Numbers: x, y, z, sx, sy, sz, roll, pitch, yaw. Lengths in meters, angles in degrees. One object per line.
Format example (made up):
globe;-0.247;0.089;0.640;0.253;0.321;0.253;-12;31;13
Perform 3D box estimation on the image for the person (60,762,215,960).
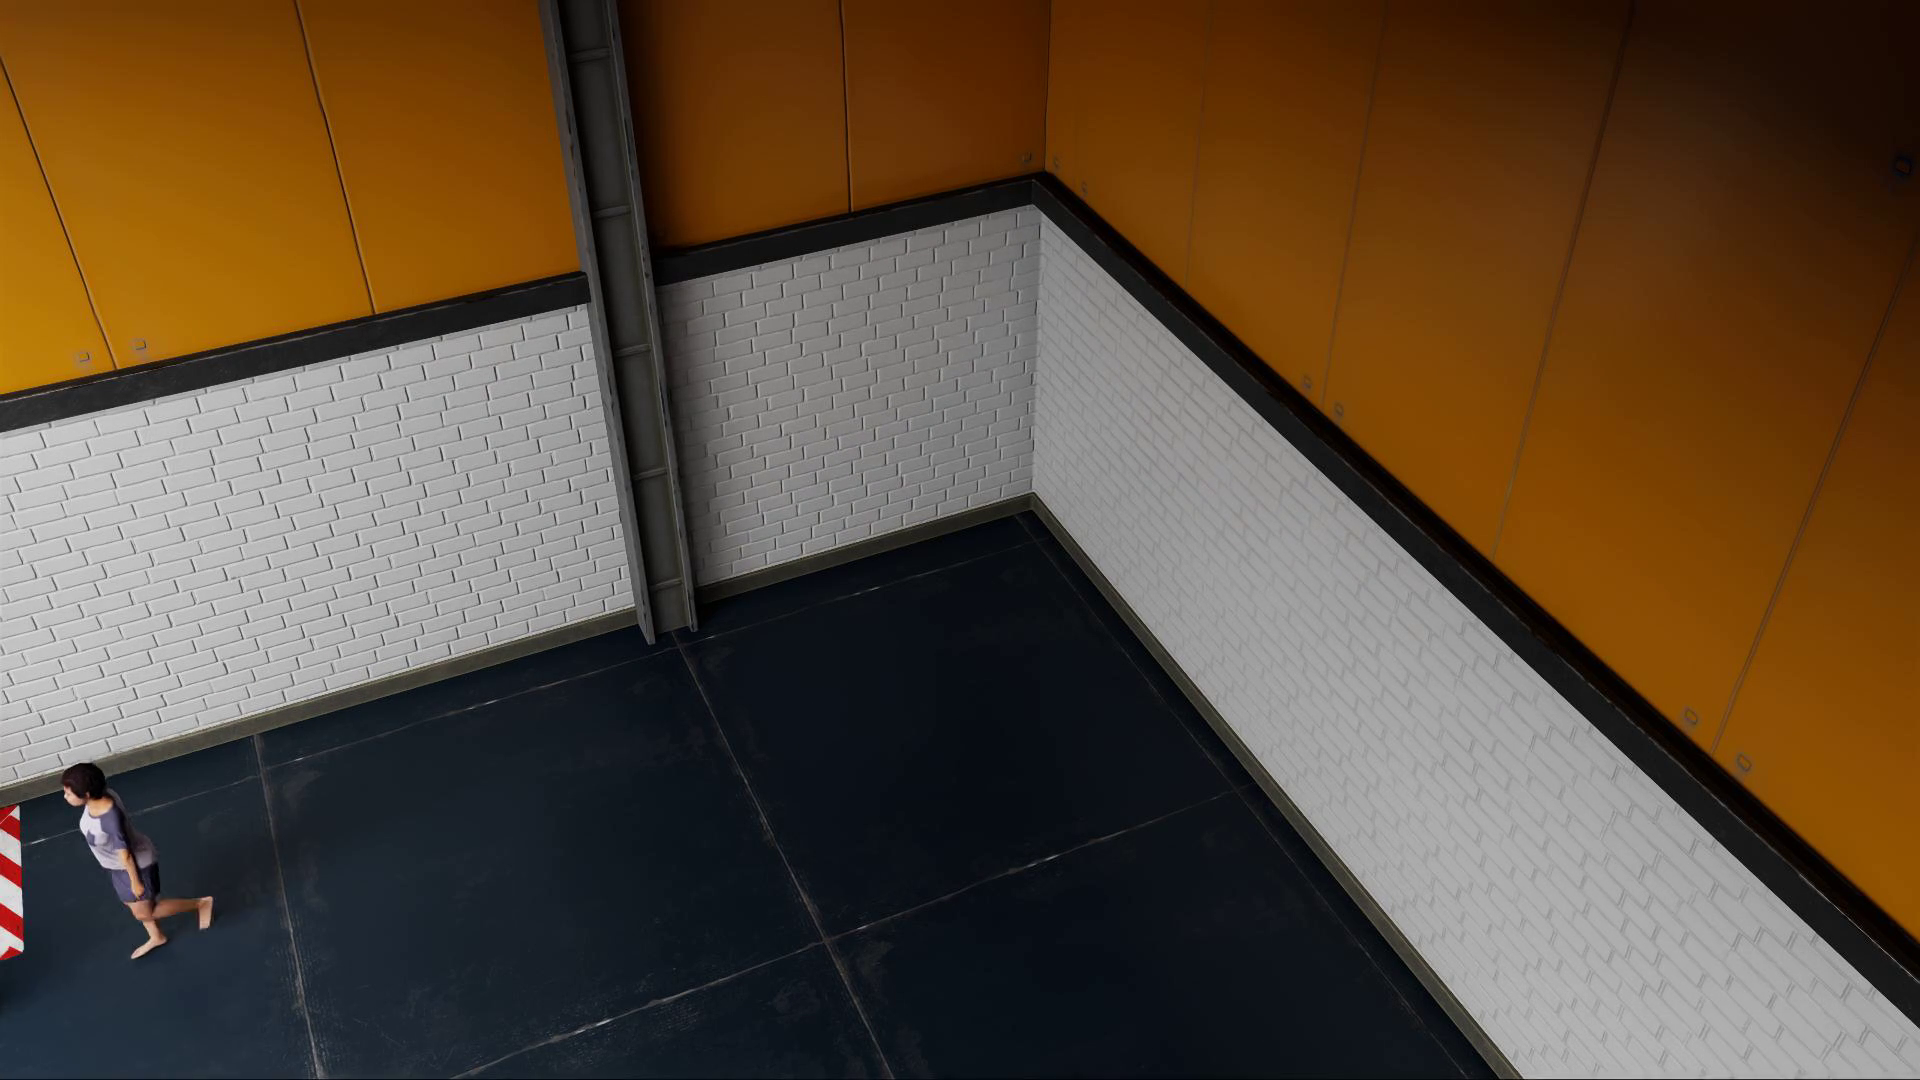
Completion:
person;-4.872;1.872;9.882;0.836;1.545;0.697;-29;47;-31
